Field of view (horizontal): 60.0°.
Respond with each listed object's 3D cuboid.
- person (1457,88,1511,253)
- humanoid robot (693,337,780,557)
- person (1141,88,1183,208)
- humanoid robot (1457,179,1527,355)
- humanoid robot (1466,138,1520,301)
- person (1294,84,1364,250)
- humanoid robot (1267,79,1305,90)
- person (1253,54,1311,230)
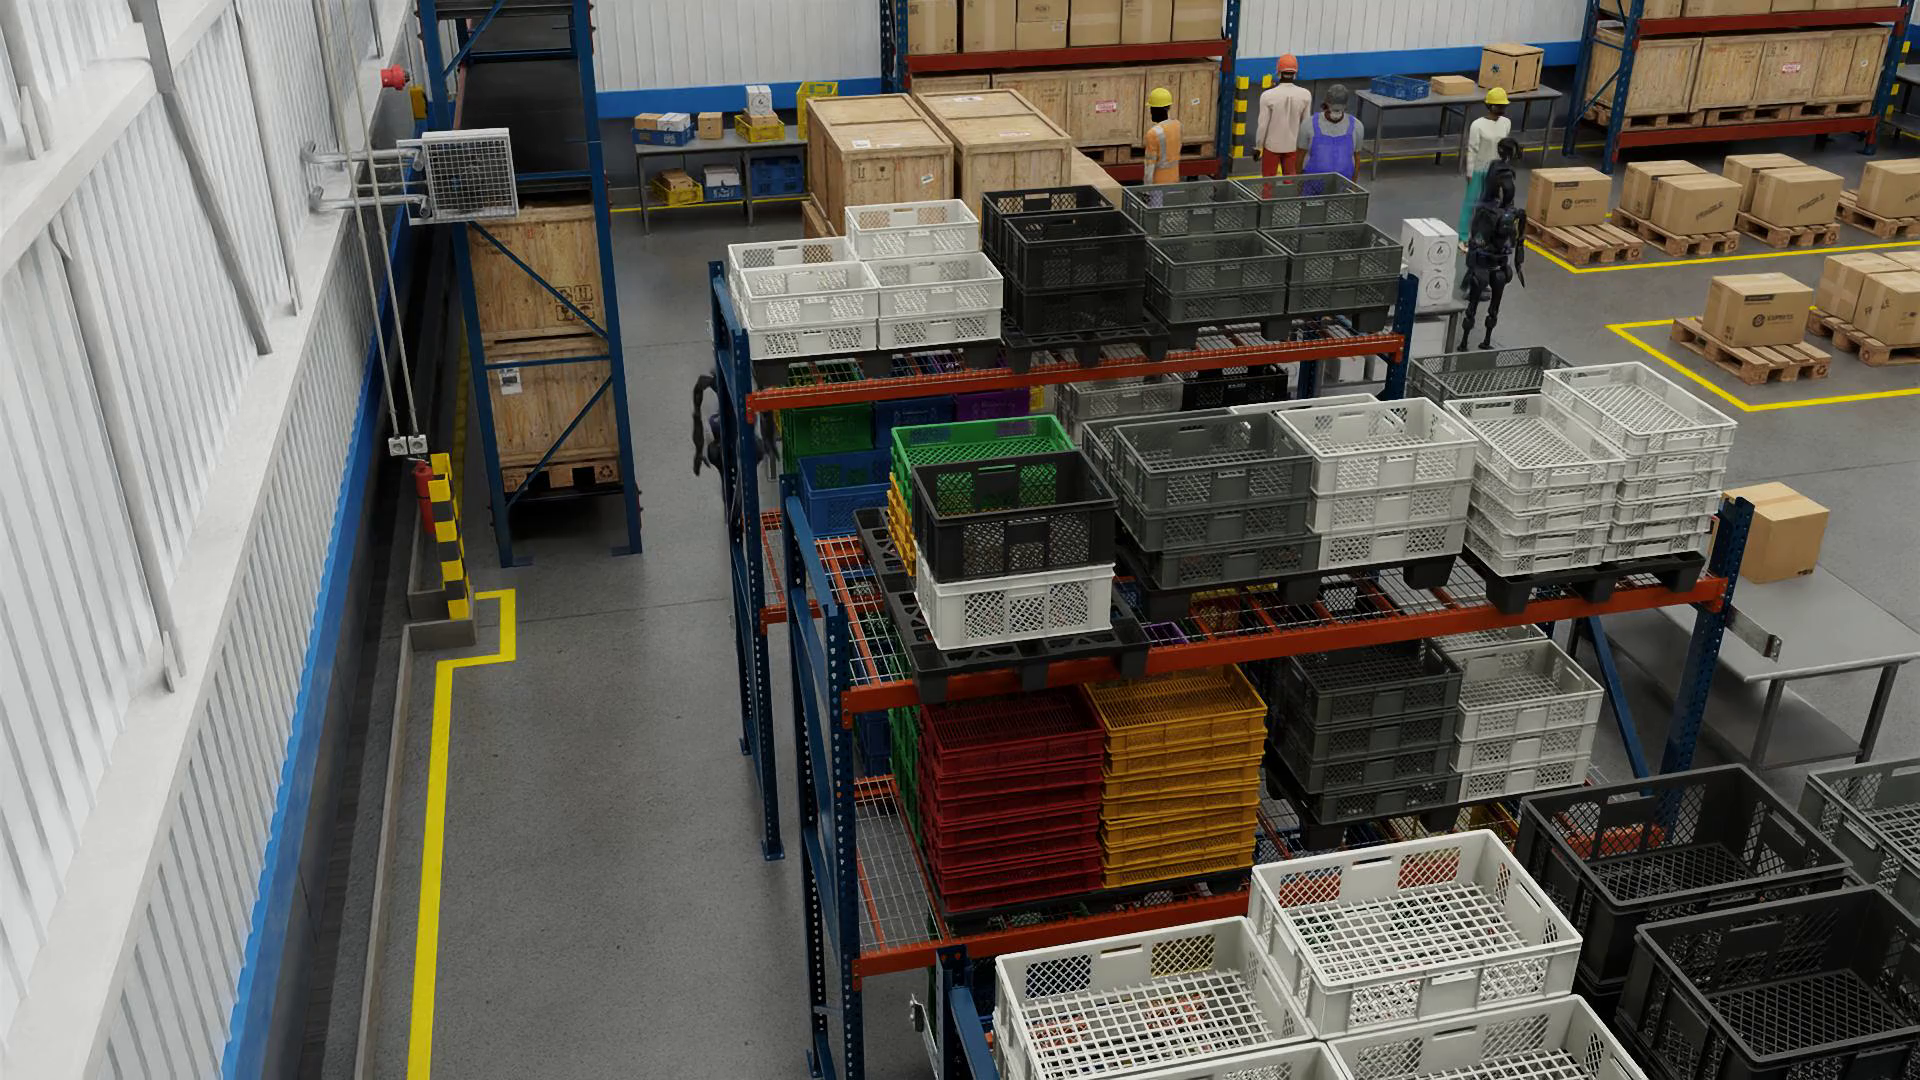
[{"bbox_3d":[5.708,-4.008,18.048,0.528,1.767,0.319,-12,30,-22],"label":"person"},{"bbox_3d":[-1.621,-0.736,11.981,0.636,1.630,0.720,-4,28,-8],"label":"humanoid robot"},{"bbox_3d":[2.080,-3.755,17.408,0.405,1.918,0.582,20,34,33],"label":"person"},{"bbox_3d":[4.892,-2.490,15.245,0.599,1.657,0.325,-6,28,-11],"label":"humanoid robot"},{"bbox_3d":[5.367,-3.195,16.599,0.499,1.645,0.642,0,28,-1],"label":"humanoid robot"},{"bbox_3d":[3.785,-3.676,17.123,0.679,2.000,0.538,1,28,2],"label":"person"},{"bbox_3d":[3.788,-4.758,19.547,0.599,1.657,0.325,8,29,14],"label":"humanoid robot"},{"bbox_3d":[3.572,-4.397,18.539,0.622,1.992,0.389,-6,28,-10],"label":"person"}]
